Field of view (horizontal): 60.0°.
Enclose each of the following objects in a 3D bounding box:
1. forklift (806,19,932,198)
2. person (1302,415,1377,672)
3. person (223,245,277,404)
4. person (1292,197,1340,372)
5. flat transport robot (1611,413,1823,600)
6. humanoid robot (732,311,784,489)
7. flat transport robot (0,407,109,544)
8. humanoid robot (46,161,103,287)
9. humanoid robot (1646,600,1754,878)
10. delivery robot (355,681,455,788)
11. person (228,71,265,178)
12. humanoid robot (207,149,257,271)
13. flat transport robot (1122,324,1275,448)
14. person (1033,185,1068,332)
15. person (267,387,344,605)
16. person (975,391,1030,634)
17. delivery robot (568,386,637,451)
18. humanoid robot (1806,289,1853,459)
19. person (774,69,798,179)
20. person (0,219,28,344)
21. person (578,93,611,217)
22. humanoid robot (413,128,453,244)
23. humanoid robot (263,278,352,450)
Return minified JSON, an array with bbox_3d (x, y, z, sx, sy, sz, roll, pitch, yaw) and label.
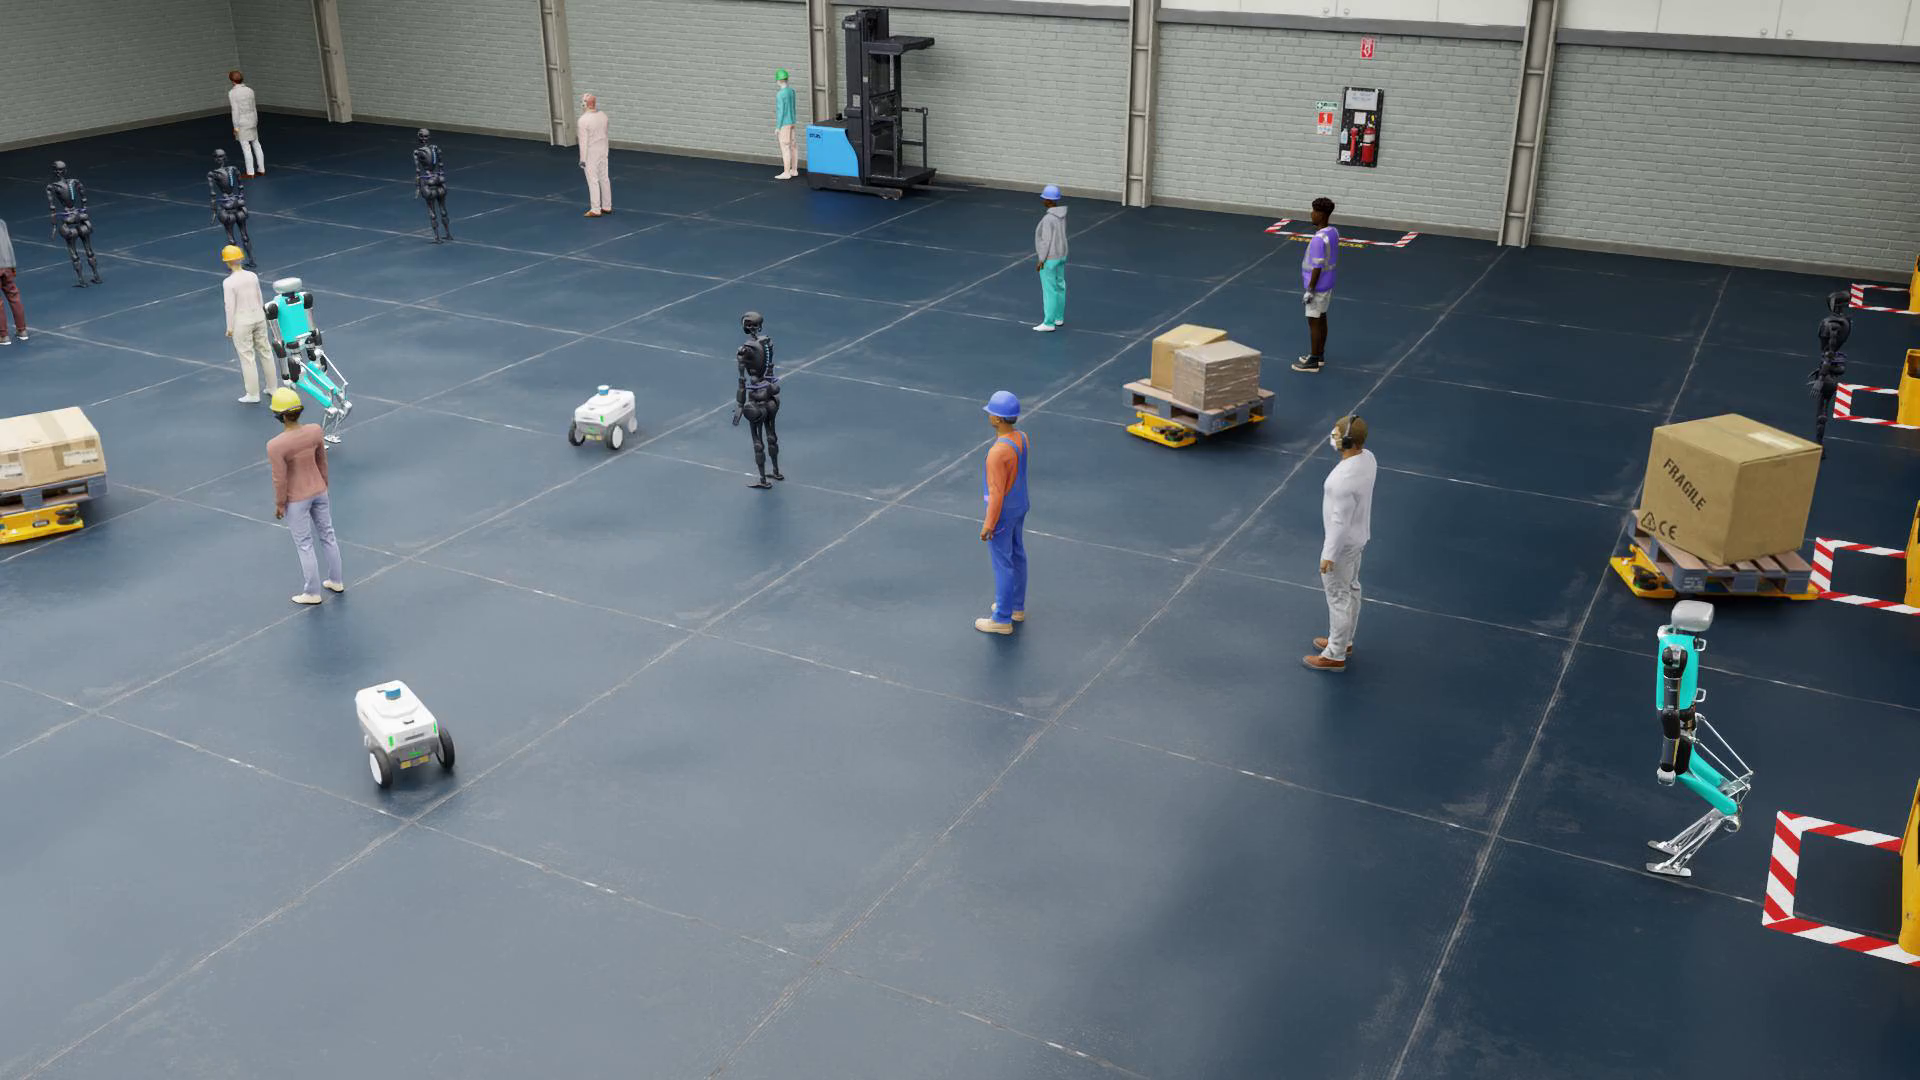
[{"bbox_3d":[-1.573,-7.292,27.850,1.873,2.768,1.129,12,26,25],"label":"forklift"},{"bbox_3d":[2.754,0.021,12.002,0.373,1.939,0.628,12,26,26],"label":"person"},{"bbox_3d":[-7.585,-2.299,17.703,0.323,1.696,0.481,12,26,26],"label":"person"},{"bbox_3d":[4.018,-2.874,18.706,0.368,1.965,0.601,12,26,26],"label":"person"},{"bbox_3d":[6.134,0.273,13.528,1.431,0.231,0.659,1,23,2],"label":"flat transport robot"},{"bbox_3d":[-1.871,-1.305,15.398,0.315,1.657,0.599,12,26,25],"label":"humanoid robot"},{"bbox_3d":[-8.366,-0.330,14.931,0.659,0.231,1.431,-16,28,-33],"label":"flat transport robot"},{"bbox_3d":[-11.847,-4.220,22.186,0.315,1.657,0.599,12,26,25],"label":"humanoid robot"},{"bbox_3d":[4.244,1.166,9.426,0.735,1.671,0.533,12,26,25],"label":"humanoid robot"},{"bbox_3d":[-3.677,1.248,10.918,0.499,0.614,0.785,-16,28,-33],"label":"delivery robot"},{"bbox_3d":[-12.512,-7.268,29.110,0.366,1.830,0.501,12,26,26],"label":"person"},{"bbox_3d":[-10.100,-4.571,23.006,0.315,1.654,0.599,12,26,25],"label":"humanoid robot"},{"bbox_3d":[2.450,-1.253,17.080,1.431,0.231,0.659,-19,30,-37],"label":"flat transport robot"},{"bbox_3d":[1.120,-3.424,20.227,0.361,1.777,0.521,12,26,26],"label":"person"},{"bbox_3d":[-5.167,-0.346,13.071,0.309,1.768,0.521,12,26,26],"label":"person"},{"bbox_3d":[0.333,-0.212,12.580,0.363,1.910,0.511,12,26,26],"label":"person"},{"bbox_3d":[-3.568,-1.225,16.678,0.499,0.614,0.792,7,24,16],"label":"delivery robot"},{"bbox_3d":[8.402,-1.619,16.133,0.315,1.654,0.599,12,26,25],"label":"humanoid robot"},{"bbox_3d":[-3.042,-7.250,29.013,0.354,1.869,0.507,12,26,26],"label":"person"},{"bbox_3d":[-11.444,-3.227,19.718,0.369,1.813,0.535,12,26,26],"label":"person"},{"bbox_3d":[-5.776,-6.052,26.180,0.413,1.908,0.639,12,26,26],"label":"person"},{"bbox_3d":[-7.794,-5.224,24.522,0.315,1.657,0.599,12,26,25],"label":"humanoid robot"},{"bbox_3d":[-6.208,-1.674,16.039,0.735,1.671,0.533,12,26,25],"label":"humanoid robot"}]
